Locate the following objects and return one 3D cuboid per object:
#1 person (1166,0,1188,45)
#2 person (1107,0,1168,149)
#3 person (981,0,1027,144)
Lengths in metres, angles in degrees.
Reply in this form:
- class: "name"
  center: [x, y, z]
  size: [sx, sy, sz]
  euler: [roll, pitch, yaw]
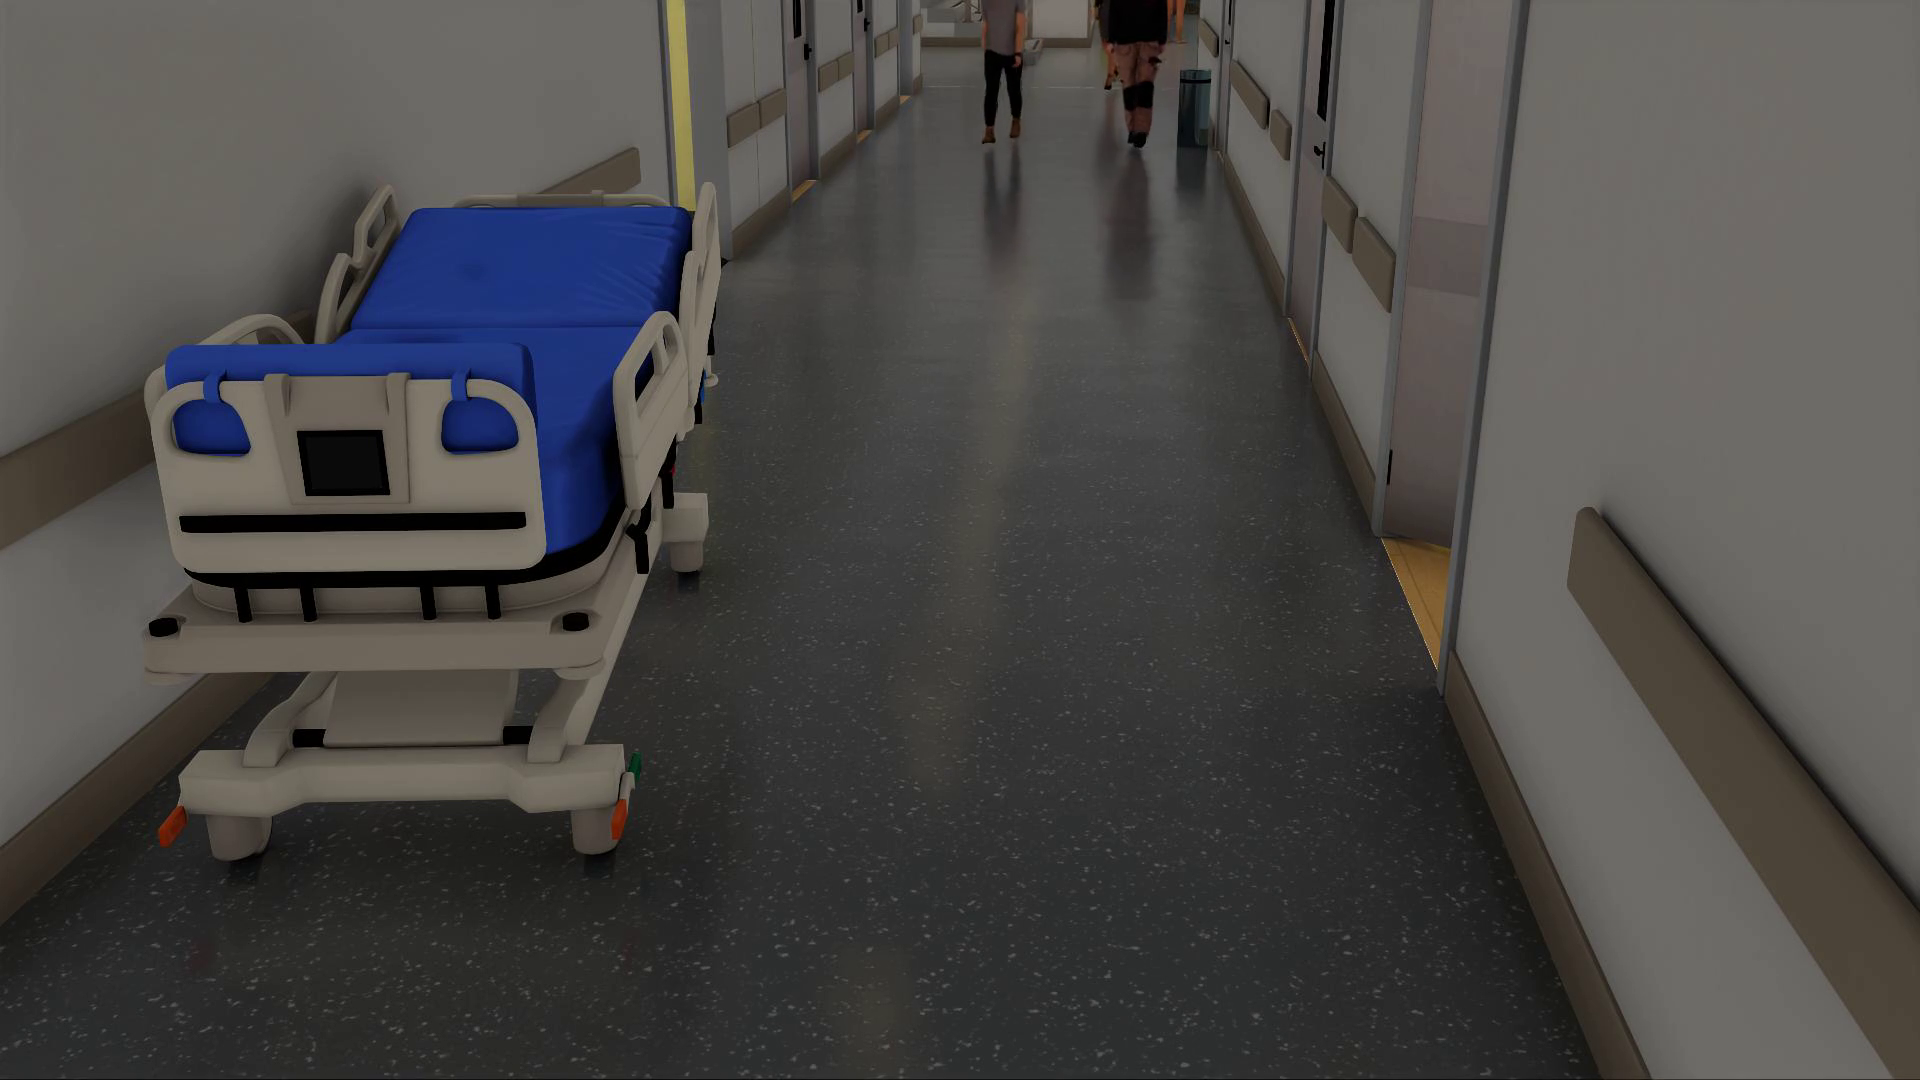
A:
- class: "person"
  center: [3.713, -9.413, 28.465]
  size: [0.620, 1.733, 0.717]
  euler: [17, 27, 38]
- class: "person"
  center: [1.686, -4.680, 15.757]
  size: [1.060, 1.884, 0.789]
  euler: [3, 21, 7]
- class: "person"
  center: [0.453, -4.689, 16.066]
  size: [1.134, 1.680, 0.773]
  euler: [5, 21, 13]
